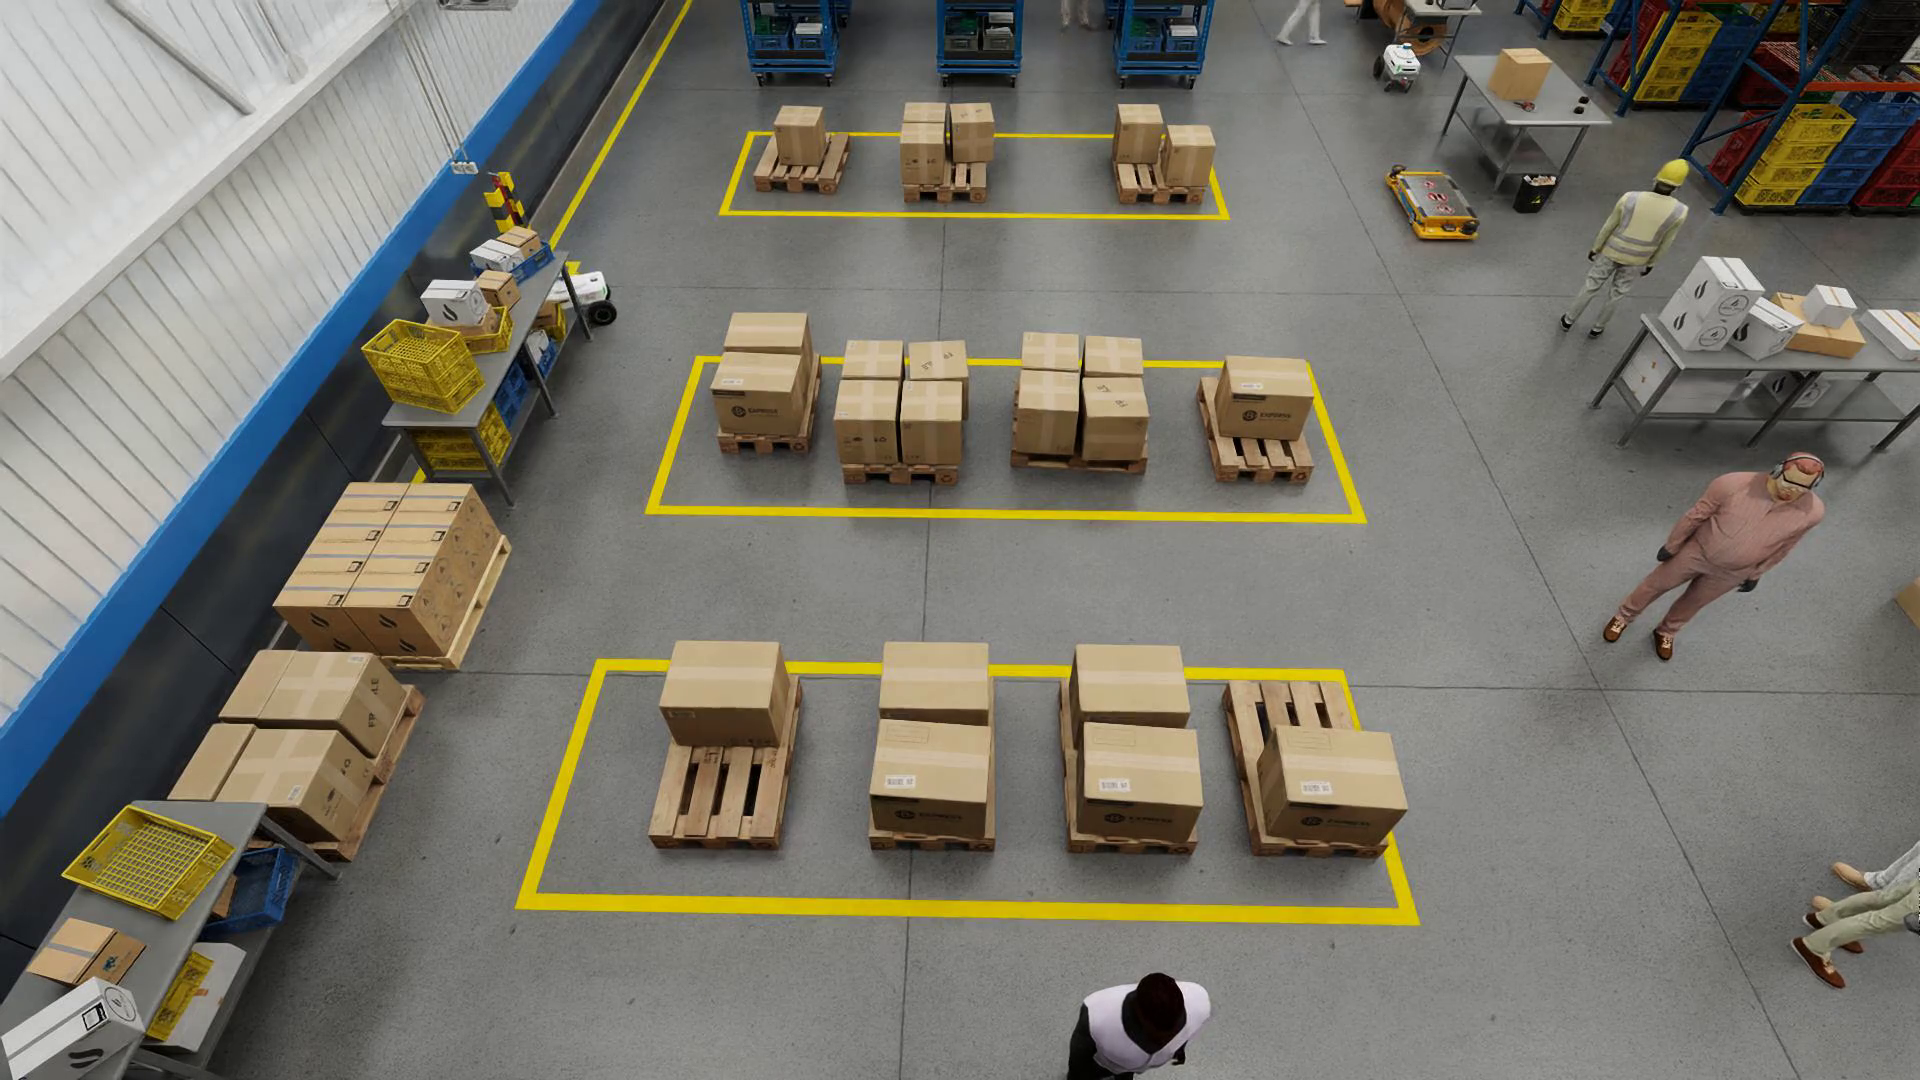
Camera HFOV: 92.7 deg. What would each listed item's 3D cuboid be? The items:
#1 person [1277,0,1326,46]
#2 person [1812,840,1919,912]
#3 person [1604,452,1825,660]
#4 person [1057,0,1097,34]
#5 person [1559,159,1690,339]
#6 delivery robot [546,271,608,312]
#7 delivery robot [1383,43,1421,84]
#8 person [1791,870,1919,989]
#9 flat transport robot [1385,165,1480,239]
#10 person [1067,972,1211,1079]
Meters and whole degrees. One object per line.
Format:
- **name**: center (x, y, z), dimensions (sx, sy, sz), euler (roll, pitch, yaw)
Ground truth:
- **person**: center (5.345, -8.337, 13.852), dimensions (0.736, 1.610, 0.520), euler (19, 52, 15)
- **person**: center (5.548, 1.661, 5.055), dimensions (0.623, 1.835, 0.431), euler (-32, 56, -25)
- **person**: center (5.221, 0.128, 6.330), dimensions (0.643, 1.908, 0.410), euler (21, 52, 17)
- **person**: center (1.790, -8.813, 14.047), dimensions (0.761, 1.944, 0.497), euler (5, 49, 4)
- **person**: center (6.479, -2.802, 8.915), dimensions (0.591, 1.833, 0.403), euler (26, 54, 21)
- **delivery robot**: center (-4.023, -2.550, 9.476), dimensions (0.707, 0.478, 0.477), euler (-17, 51, -15)
- **delivery robot**: center (6.387, -6.916, 13.255), dimensions (0.477, 0.478, 0.707), euler (2, 49, 1)
- **person**: center (5.243, 1.864, 4.855), dimensions (0.518, 1.865, 0.323), euler (-29, 55, -23)
- **flat transport robot**: center (5.692, -4.094, 11.059), dimensions (0.652, 0.197, 1.431), euler (1, 49, 1)
- **person**: center (0.798, 2.399, 4.356), dimensions (0.588, 1.920, 0.391), euler (-6, 49, -5)
